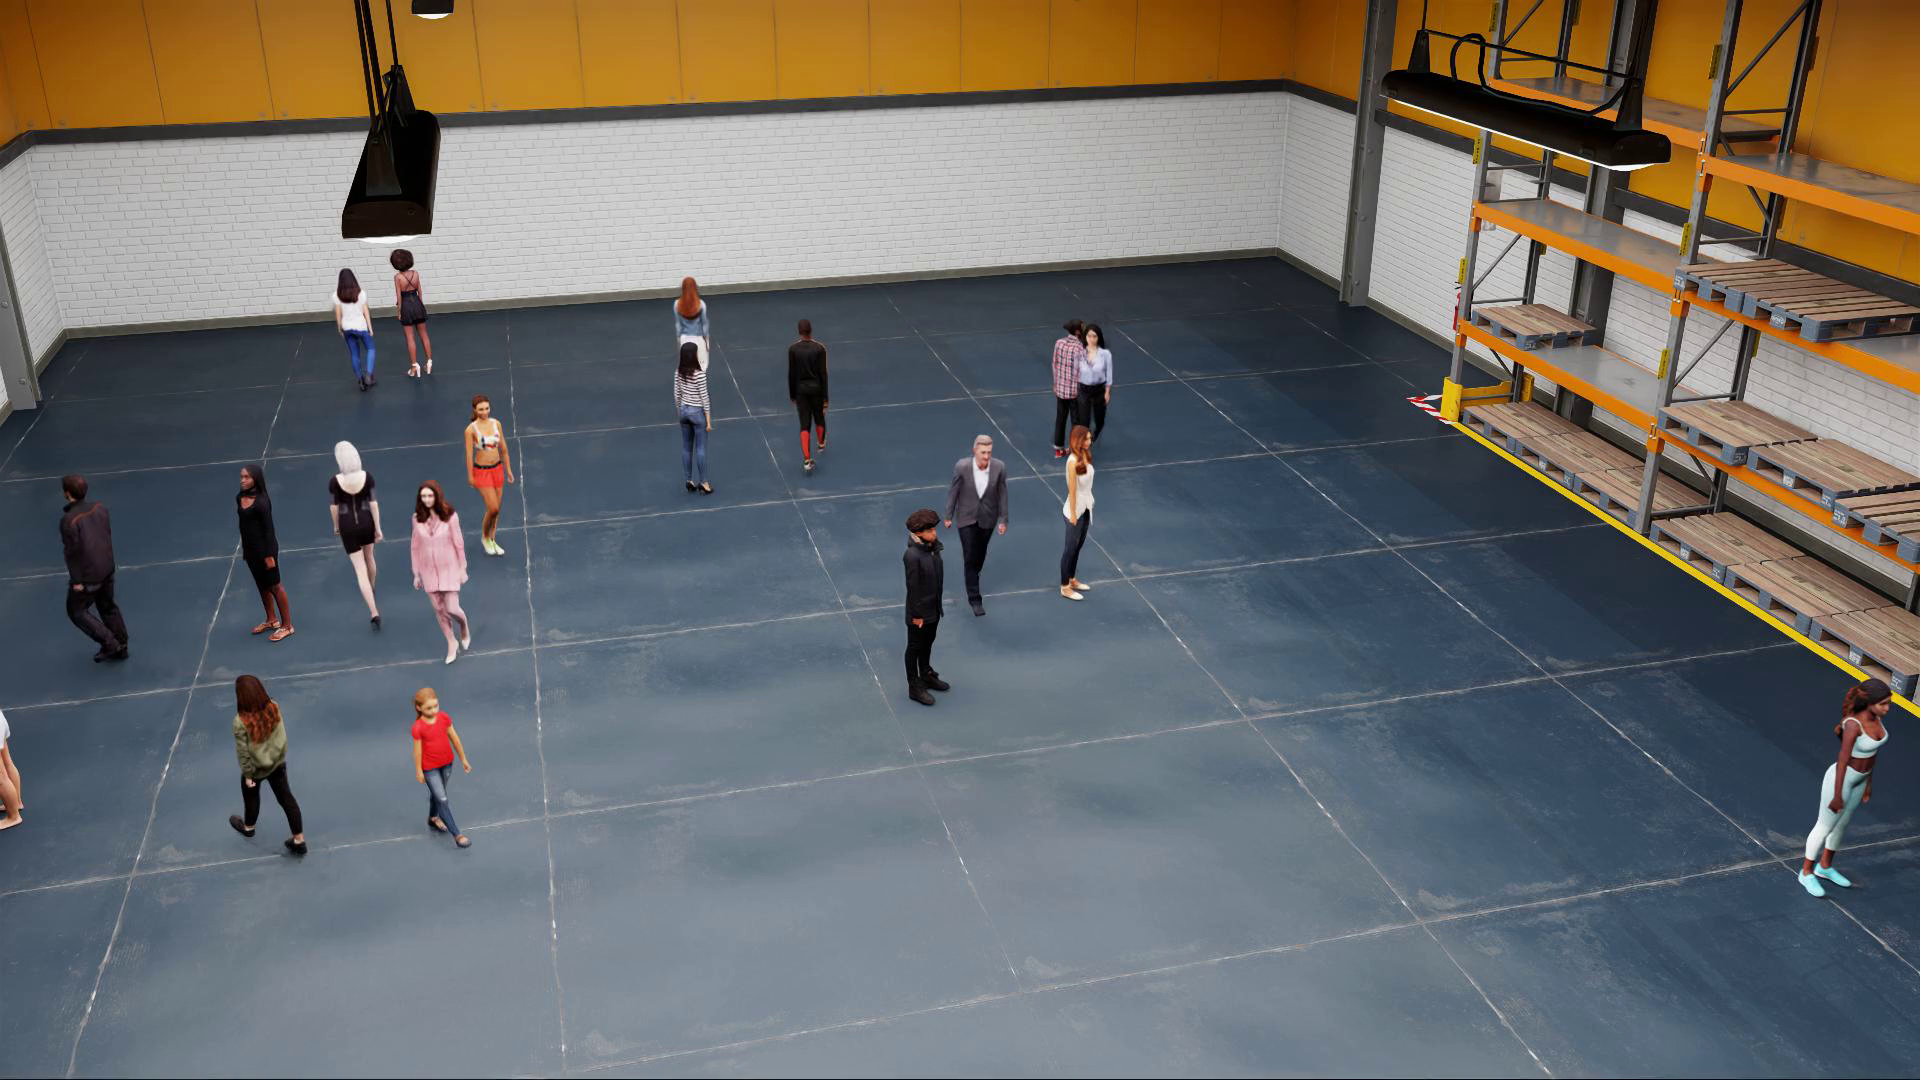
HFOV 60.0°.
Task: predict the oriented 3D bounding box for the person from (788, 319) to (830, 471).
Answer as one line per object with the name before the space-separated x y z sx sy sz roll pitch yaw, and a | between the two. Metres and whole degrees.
person | -1.804 -1.685 19.698 0.919 1.756 1.291 2 24 5

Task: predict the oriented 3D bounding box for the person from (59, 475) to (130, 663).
person | -7.803 0.291 15.089 0.901 1.827 0.777 5 24 11

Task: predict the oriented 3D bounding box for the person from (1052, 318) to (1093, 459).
person | 1.341 -1.813 19.985 0.733 1.760 0.853 18 29 35

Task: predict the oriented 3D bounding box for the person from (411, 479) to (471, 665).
person | -4.722 0.254 15.220 0.719 1.789 0.763 1 24 3

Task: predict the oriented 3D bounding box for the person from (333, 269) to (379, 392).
person | -8.114 -2.778 22.297 0.677 1.676 0.620 -1 24 -3

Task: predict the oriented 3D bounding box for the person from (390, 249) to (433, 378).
person | -7.580 -3.143 23.000 0.710 1.782 0.672 21 31 39

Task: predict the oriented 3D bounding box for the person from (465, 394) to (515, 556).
person | -4.981 -0.700 17.422 0.740 1.773 0.689 21 31 39

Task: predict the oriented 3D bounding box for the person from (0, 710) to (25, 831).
person | -7.440 1.433 12.713 0.641 1.636 0.471 -9 25 -19

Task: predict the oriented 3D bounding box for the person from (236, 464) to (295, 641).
person | -6.574 0.110 15.642 0.656 1.715 0.745 17 29 33

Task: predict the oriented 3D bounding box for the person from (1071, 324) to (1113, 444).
person | 1.580 -1.766 19.920 0.844 1.727 1.015 3 24 6

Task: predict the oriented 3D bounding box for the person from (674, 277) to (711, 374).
person | -3.524 -2.588 21.840 0.790 1.694 0.892 4 24 8

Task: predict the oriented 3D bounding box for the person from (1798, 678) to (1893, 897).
person | 6.344 1.745 11.891 0.615 1.724 0.618 -14 27 -30

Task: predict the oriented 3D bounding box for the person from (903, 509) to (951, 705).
person | -0.320 0.551 14.554 0.779 1.779 0.717 12 27 26

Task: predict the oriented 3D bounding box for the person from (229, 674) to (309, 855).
person | -5.111 1.702 12.345 1.040 1.438 0.960 14 27 29

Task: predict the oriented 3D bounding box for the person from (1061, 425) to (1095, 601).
person | 1.151 -0.295 16.482 0.743 1.784 0.665 11 26 23

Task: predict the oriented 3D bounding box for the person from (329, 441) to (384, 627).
person | -5.728 -0.017 15.863 0.861 1.770 1.231 -15 28 -30

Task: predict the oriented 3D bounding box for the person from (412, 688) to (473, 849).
person | -3.993 1.679 12.589 0.925 1.285 0.795 18 29 35

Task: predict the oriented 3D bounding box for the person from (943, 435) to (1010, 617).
person | 0.153 -0.213 16.305 0.778 1.776 1.183 -4 24 -10

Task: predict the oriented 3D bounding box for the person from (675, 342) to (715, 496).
person | -3.040 -1.384 18.961 0.642 1.795 0.702 13 27 28
